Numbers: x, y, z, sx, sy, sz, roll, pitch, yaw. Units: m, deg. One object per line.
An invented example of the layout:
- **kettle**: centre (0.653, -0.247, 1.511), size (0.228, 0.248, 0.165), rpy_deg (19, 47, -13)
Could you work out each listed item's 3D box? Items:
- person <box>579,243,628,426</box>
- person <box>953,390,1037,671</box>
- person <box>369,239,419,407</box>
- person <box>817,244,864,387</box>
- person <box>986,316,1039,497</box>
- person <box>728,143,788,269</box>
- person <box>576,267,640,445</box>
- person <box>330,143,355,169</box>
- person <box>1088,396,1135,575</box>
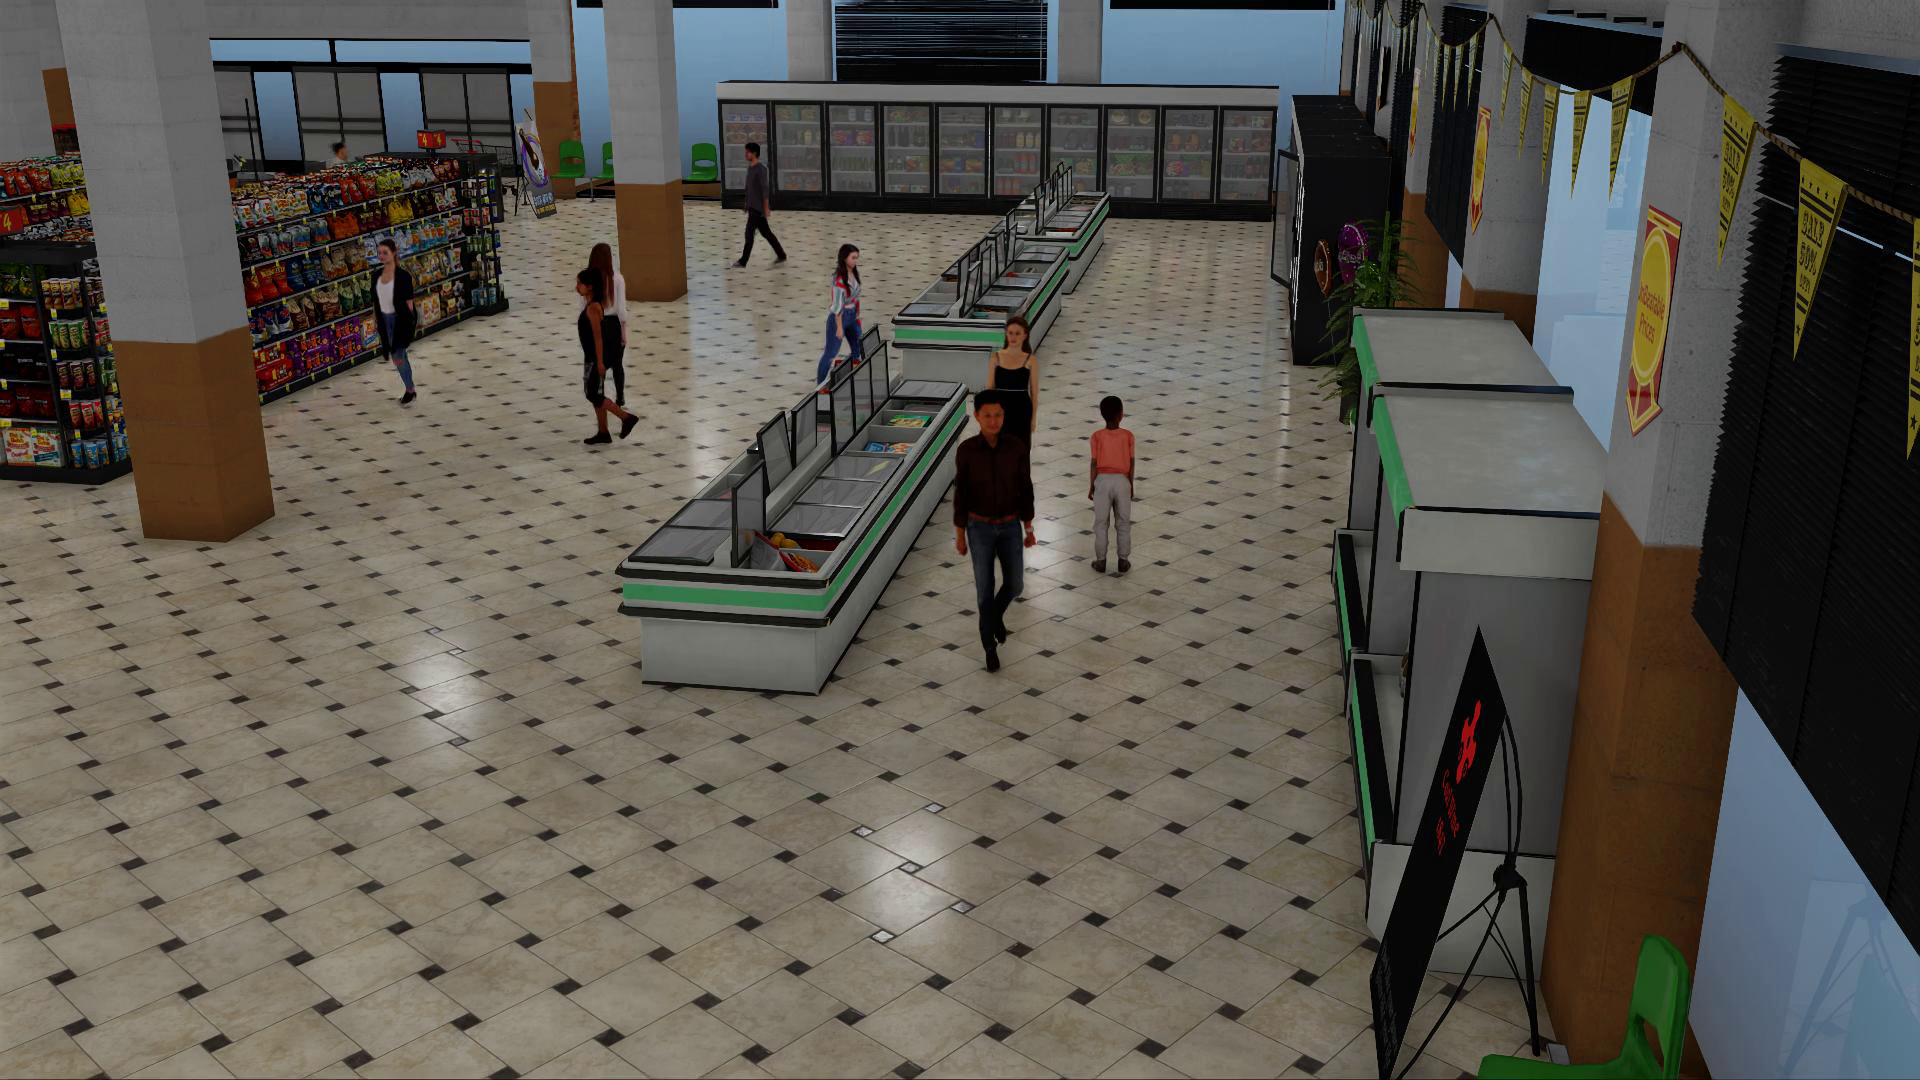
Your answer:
- **person**: centre (-3.396, -1.897, 15.814), size (0.820, 1.697, 1.242), rpy_deg (-1, 19, -4)
- **person**: centre (0.200, -0.089, 10.332), size (0.784, 1.773, 0.863), rpy_deg (-2, 19, -6)
- **person**: centre (-5.619, -2.198, 16.749), size (0.702, 1.670, 0.747), rpy_deg (8, 20, 22)
- **person**: centre (-1.250, -2.199, 16.902), size (0.975, 1.573, 1.061), rpy_deg (13, 22, 33)
- **person**: centre (0.424, -0.990, 13.256), size (0.575, 1.611, 0.803), rpy_deg (4, 19, 10)
- **person**: centre (-2.907, -4.909, 24.574), size (1.170, 1.807, 1.227), rpy_deg (-8, 20, -24)
- **person**: centre (-3.226, -1.667, 15.197), size (0.804, 1.655, 0.783), rpy_deg (-3, 19, -8)
- **person**: centre (-9.416, -5.178, 25.434), size (0.831, 1.766, 0.798), rpy_deg (3, 19, 9)
- **person**: centre (1.095, -0.394, 11.963), size (0.508, 1.309, 0.509), rpy_deg (0, 19, 1)
